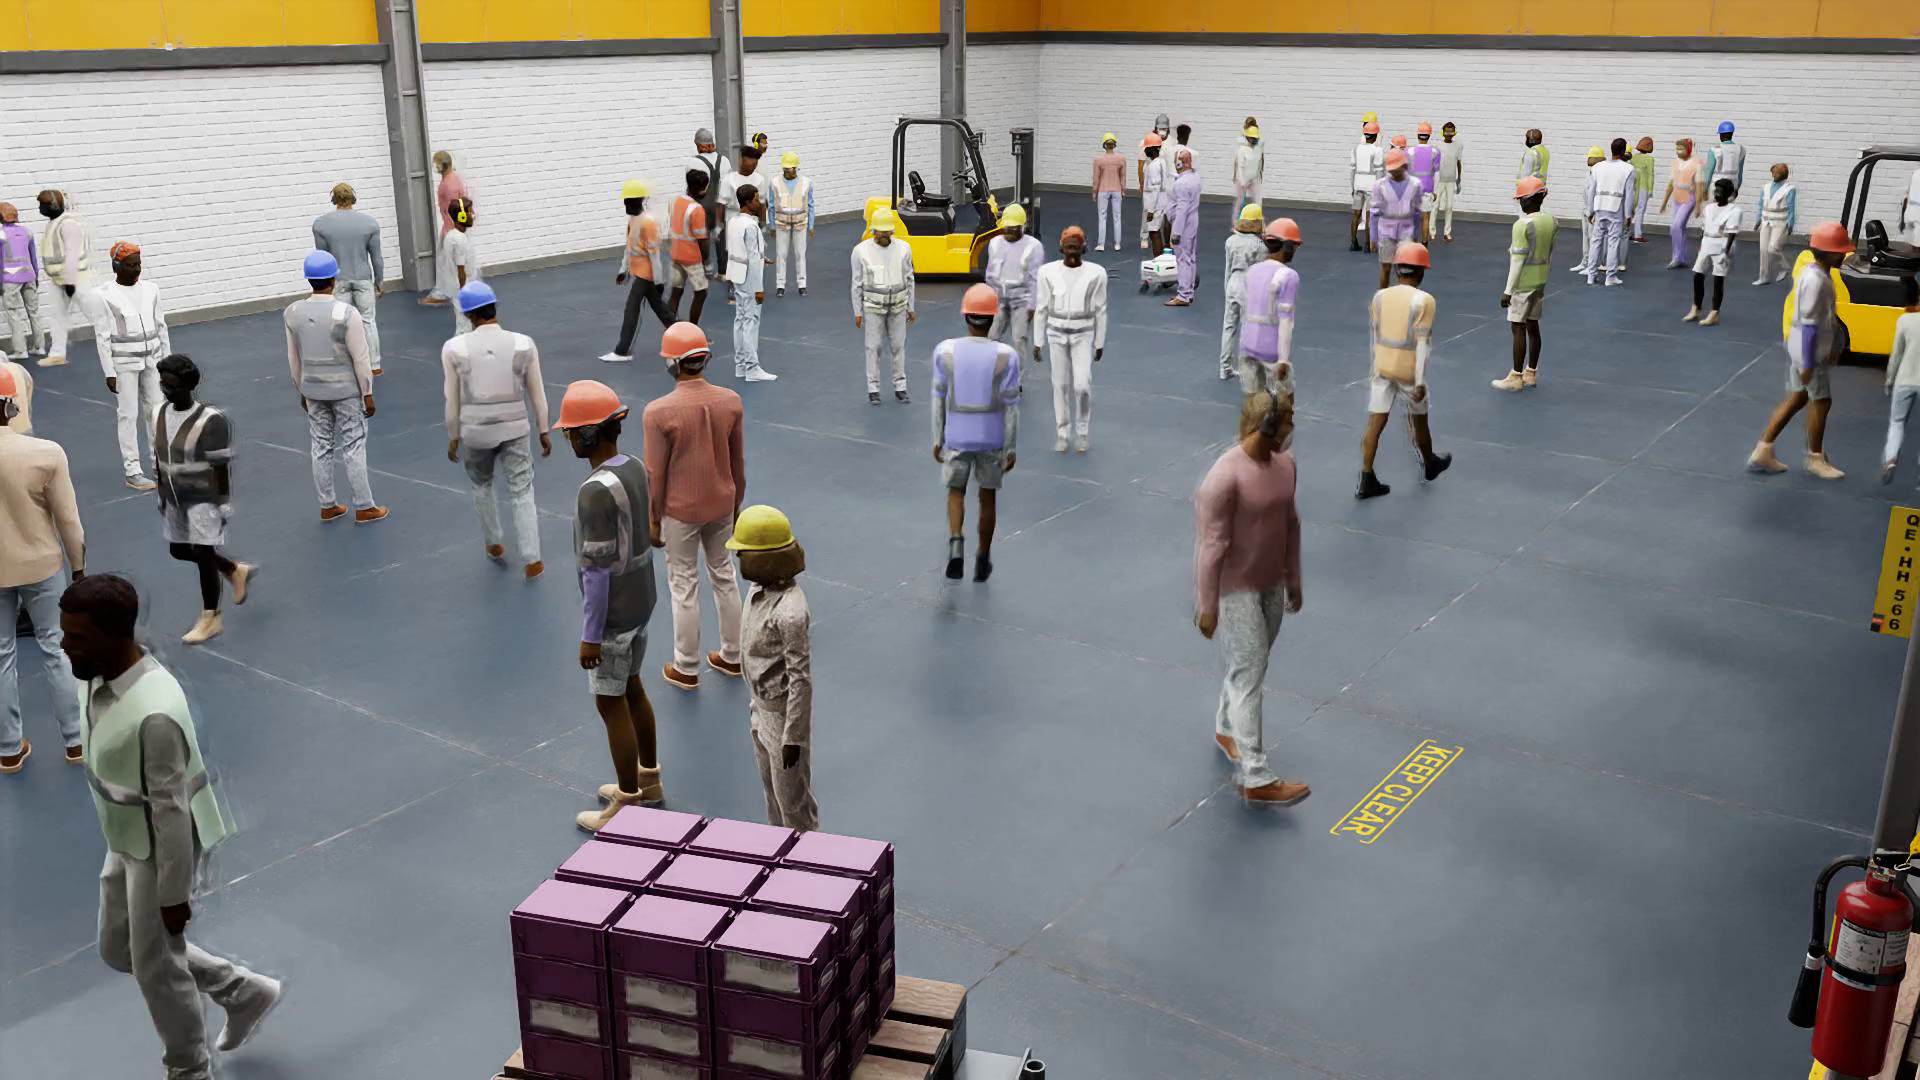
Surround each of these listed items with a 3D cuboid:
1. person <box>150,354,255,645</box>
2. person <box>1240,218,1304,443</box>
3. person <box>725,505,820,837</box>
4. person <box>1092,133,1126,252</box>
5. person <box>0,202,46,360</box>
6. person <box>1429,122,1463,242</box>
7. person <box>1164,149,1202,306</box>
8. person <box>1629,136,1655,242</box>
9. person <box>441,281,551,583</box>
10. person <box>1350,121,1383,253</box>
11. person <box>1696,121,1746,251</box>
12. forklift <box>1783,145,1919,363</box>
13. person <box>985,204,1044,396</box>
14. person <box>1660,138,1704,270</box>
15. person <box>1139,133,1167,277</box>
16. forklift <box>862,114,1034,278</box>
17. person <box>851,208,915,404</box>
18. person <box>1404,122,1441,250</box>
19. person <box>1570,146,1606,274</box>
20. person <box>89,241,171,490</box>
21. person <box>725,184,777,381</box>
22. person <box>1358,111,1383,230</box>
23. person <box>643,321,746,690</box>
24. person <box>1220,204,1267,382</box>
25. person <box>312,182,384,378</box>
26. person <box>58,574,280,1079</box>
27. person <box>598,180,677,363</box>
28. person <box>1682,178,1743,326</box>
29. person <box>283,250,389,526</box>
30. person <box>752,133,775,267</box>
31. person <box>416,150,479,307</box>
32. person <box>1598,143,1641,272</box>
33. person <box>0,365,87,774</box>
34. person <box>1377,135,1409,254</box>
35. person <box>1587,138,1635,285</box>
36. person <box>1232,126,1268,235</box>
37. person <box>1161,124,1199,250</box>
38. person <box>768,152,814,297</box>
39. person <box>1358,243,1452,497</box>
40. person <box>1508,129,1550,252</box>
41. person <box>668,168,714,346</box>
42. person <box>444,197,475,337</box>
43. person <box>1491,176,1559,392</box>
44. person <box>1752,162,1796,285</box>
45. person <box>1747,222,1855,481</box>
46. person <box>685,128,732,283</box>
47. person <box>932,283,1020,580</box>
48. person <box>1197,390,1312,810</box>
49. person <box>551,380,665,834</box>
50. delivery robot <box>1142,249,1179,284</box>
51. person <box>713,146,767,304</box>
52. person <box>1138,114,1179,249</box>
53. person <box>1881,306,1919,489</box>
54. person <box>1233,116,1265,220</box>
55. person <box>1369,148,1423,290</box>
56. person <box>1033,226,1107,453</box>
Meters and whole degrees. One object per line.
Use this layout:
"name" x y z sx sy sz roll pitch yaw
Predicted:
"person" -4.399 -0.270 9.659 0.541 1.682 0.600 8 19 22
"person" 2.418 -1.482 12.947 0.553 2.008 0.619 -10 21 -30
"person" -0.736 0.699 6.554 0.309 1.741 0.494 -7 19 -22
"person" 2.247 -5.245 25.118 0.522 1.761 0.321 -3 18 -8
"person" -9.857 -2.708 17.394 0.318 1.631 0.516 6 19 19
"person" 7.625 -5.619 26.127 0.506 1.864 0.332 0 18 1
"person" 2.731 -3.836 20.483 0.399 1.902 0.642 7 19 21
"person" 10.689 -5.503 26.128 0.284 1.633 0.500 -7 19 -21
"person" -2.985 -0.711 10.717 0.675 1.891 0.848 -7 19 -20
"person" 6.119 -5.300 24.999 0.364 1.939 0.542 -16 24 -41
"person" 11.438 -5.296 24.990 0.605 1.939 0.417 -2 18 -7
"forklift" 9.803 -2.879 17.013 2.313 2.155 1.214 12 21 33
"person" 0.487 -2.247 15.642 0.604 1.815 0.431 9 20 26
"person" 10.125 -4.704 23.332 0.600 1.814 0.601 -3 18 -8
"person" 2.620 -4.559 22.687 0.377 1.932 0.552 5 18 15
"forklift" -0.171 -4.594 22.377 2.313 2.155 1.214 1 18 3
"person" -0.705 -2.156 15.368 0.605 1.817 0.403 -6 19 -17
"person" 6.860 -5.245 24.830 0.552 1.937 0.356 3 18 8
"person" 8.711 -4.550 22.971 0.319 1.742 0.492 0 18 -1
"person" -6.270 -1.331 12.688 0.361 1.879 0.583 9 20 27
"person" -2.090 -2.528 16.361 0.392 1.920 0.588 -9 20 -26
"person" 6.752 -6.108 27.545 0.385 1.928 0.589 15 23 39
"person" -1.417 -0.180 8.920 0.610 1.987 0.398 -16 24 -41
"person" 2.801 -2.423 16.333 0.480 1.734 0.335 17 24 42
"person" -6.003 -2.551 16.426 0.624 1.932 0.370 -7 19 -21
"person" -2.589 0.988 5.391 0.494 1.901 0.611 -16 23 -40
"person" -3.285 -2.801 17.295 1.010 1.876 0.591 -7 19 -20
"person" 8.734 -3.328 19.241 0.379 1.691 0.556 -8 20 -24
"person" -4.401 -1.056 11.705 0.610 1.950 0.378 4 18 12
"person" -2.847 -4.849 23.709 0.310 1.864 0.532 5 18 14
"person" -6.290 -3.744 20.177 0.885 1.906 0.661 -7 19 -22
"person" 9.165 -4.626 23.172 0.535 1.767 0.317 0 18 -1
"person" -4.489 0.136 7.924 0.614 1.986 0.400 -7 19 -22
"person" 6.497 -5.174 24.909 0.345 1.746 0.573 -3 18 -10
"person" 8.611 -4.349 22.058 0.383 1.918 0.591 -17 24 -42
"person" 4.726 -5.783 26.858 0.538 1.725 0.890 -10 20 -29
"person" 3.247 -5.175 24.643 0.644 1.904 0.981 8 20 24
"person" -2.140 -4.005 21.130 0.587 1.826 0.404 -2 18 -8
"person" 3.376 -1.292 12.562 1.012 1.872 0.558 -15 23 -40
"person" 8.562 -5.235 24.977 0.429 1.833 0.634 15 23 40
"person" -2.965 -3.043 17.980 0.450 1.923 0.697 -14 22 -37
"person" -4.690 -2.291 15.725 0.344 1.862 0.516 -7 19 -22
"person" 5.391 -2.439 15.900 0.605 2.034 0.390 -14 22 -37
"person" 10.761 -4.157 21.939 0.404 1.626 0.508 -7 19 -21
"person" 6.603 -1.468 12.915 0.712 2.001 0.692 7 19 22
"person" -3.403 -4.469 22.234 0.683 2.000 0.538 -16 24 -40
"person" 0.100 -0.642 10.448 0.559 1.927 0.524 2 18 8
"person" 1.435 0.255 7.723 0.780 1.879 0.669 17 24 42
"person" -1.550 0.298 7.351 0.409 2.029 0.612 2 18 5
"delivery robot" 2.683 -3.522 21.522 0.707 0.478 0.477 -14 23 -37
"person" -2.757 -3.894 20.604 0.805 1.940 0.434 -12 21 -33
"person" 3.045 -5.457 25.326 0.684 2.000 0.536 1 18 2
"person" 7.246 -1.154 12.539 0.532 1.620 0.566 16 24 41
"person" 4.778 -6.074 27.572 0.514 1.845 0.339 -3 18 -9
"person" 5.116 -3.612 19.620 0.623 1.991 0.687 1 18 5
"person" 0.891 -1.620 13.613 0.579 1.871 0.496 4 18 11
